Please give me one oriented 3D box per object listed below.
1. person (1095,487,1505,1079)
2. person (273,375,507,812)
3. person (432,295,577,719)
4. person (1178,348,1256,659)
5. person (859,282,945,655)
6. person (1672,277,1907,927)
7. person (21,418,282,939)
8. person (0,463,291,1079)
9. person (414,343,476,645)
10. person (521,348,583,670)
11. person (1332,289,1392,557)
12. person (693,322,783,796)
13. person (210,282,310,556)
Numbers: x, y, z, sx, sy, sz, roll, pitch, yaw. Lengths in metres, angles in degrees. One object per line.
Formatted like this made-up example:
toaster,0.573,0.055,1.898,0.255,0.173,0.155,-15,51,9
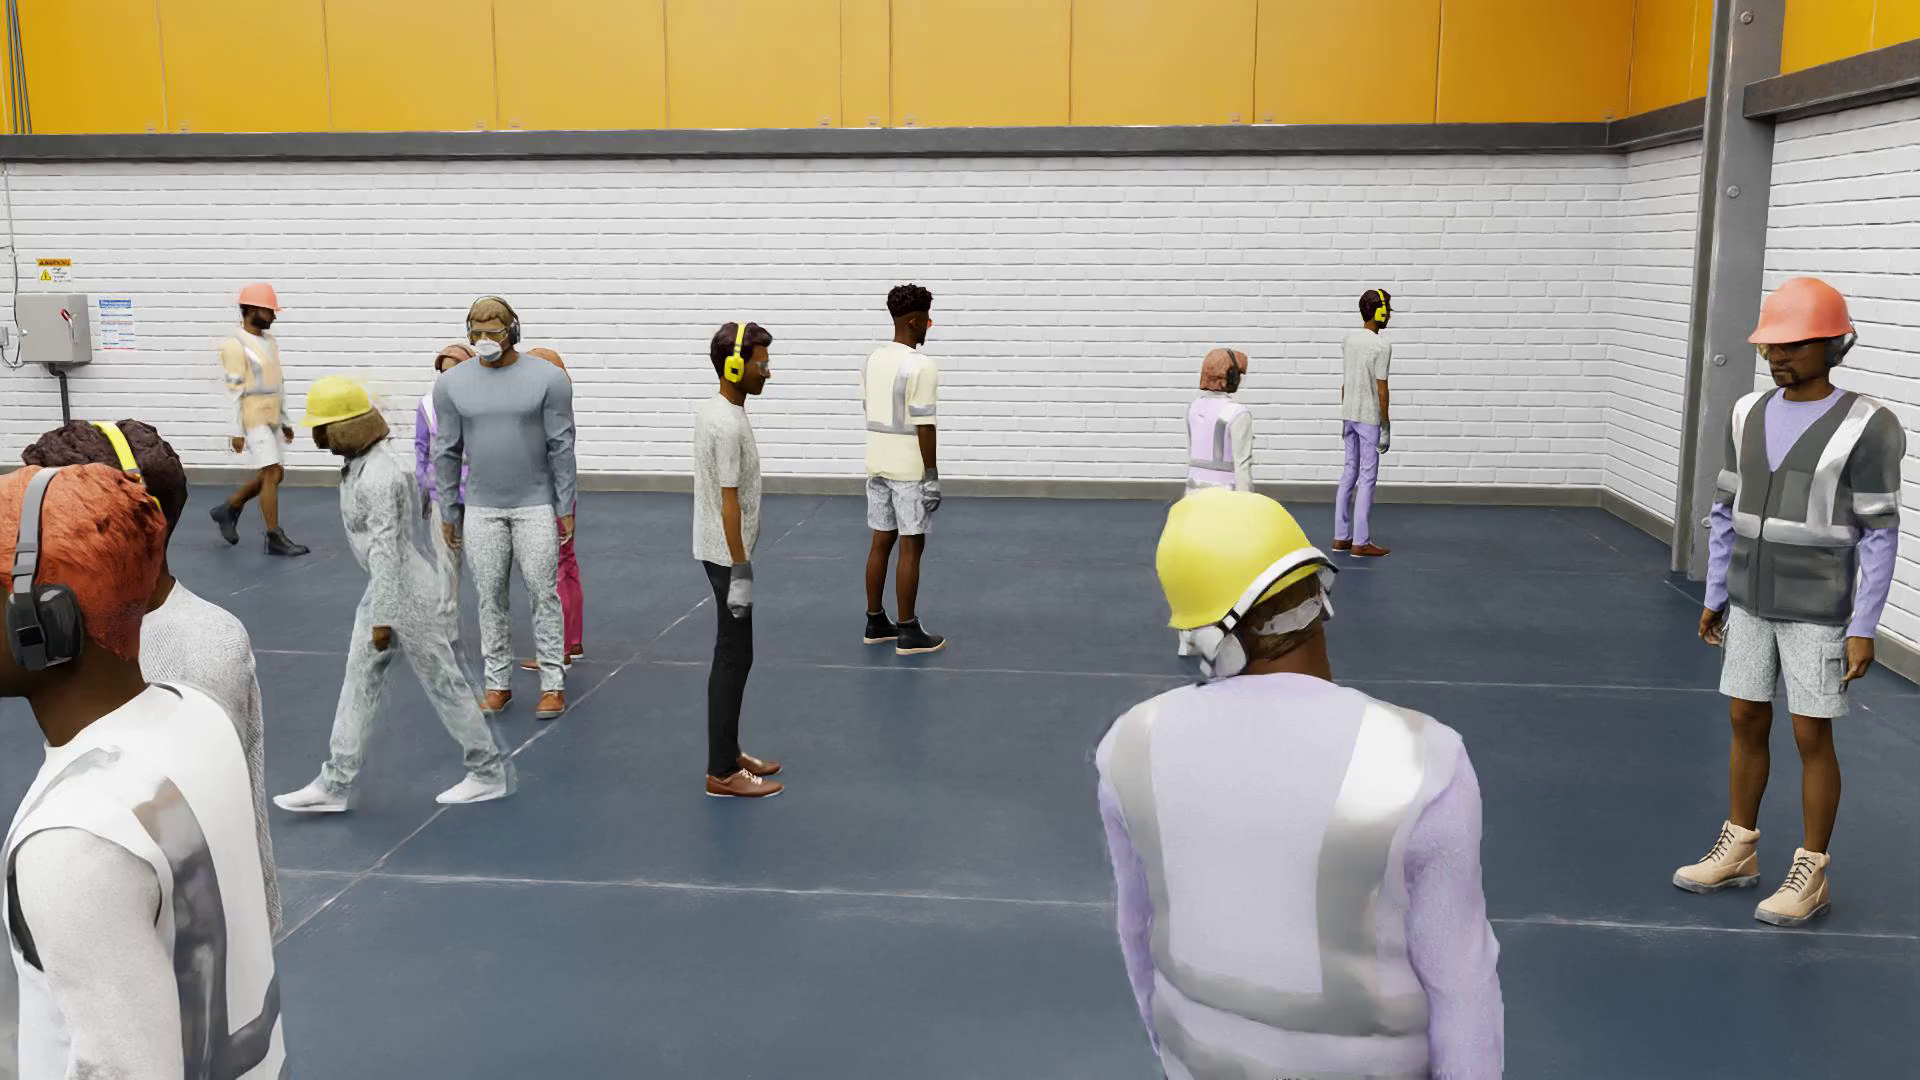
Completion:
person,0.513,0.816,2.484,0.621,1.782,0.439,8,13,40
person,-2.153,0.217,6.200,0.898,1.666,0.515,-6,12,-31
person,-2.059,-0.141,7.559,0.641,1.927,0.386,0,10,-2
person,1.319,-0.160,8.501,0.312,1.632,0.515,-5,11,-25
person,-0.302,-0.380,8.840,0.385,1.957,0.602,-7,12,-36
person,2.610,0.198,5.278,0.384,2.039,0.616,-5,11,-26
person,-1.330,0.719,2.827,0.510,1.861,0.324,9,13,41
person,-1.005,0.837,2.066,0.337,1.882,0.584,-3,10,-15
person,-2.633,-0.223,8.836,0.513,1.640,0.309,1,10,4
person,-2.097,-0.159,8.477,0.278,1.636,0.505,1,10,6
person,2.827,-0.809,11.593,0.328,1.858,0.502,-5,11,-25
person,-0.865,0.084,6.480,0.343,1.857,0.525,-2,10,-13
person,-4.945,-0.845,11.623,0.709,1.916,0.549,1,10,6
